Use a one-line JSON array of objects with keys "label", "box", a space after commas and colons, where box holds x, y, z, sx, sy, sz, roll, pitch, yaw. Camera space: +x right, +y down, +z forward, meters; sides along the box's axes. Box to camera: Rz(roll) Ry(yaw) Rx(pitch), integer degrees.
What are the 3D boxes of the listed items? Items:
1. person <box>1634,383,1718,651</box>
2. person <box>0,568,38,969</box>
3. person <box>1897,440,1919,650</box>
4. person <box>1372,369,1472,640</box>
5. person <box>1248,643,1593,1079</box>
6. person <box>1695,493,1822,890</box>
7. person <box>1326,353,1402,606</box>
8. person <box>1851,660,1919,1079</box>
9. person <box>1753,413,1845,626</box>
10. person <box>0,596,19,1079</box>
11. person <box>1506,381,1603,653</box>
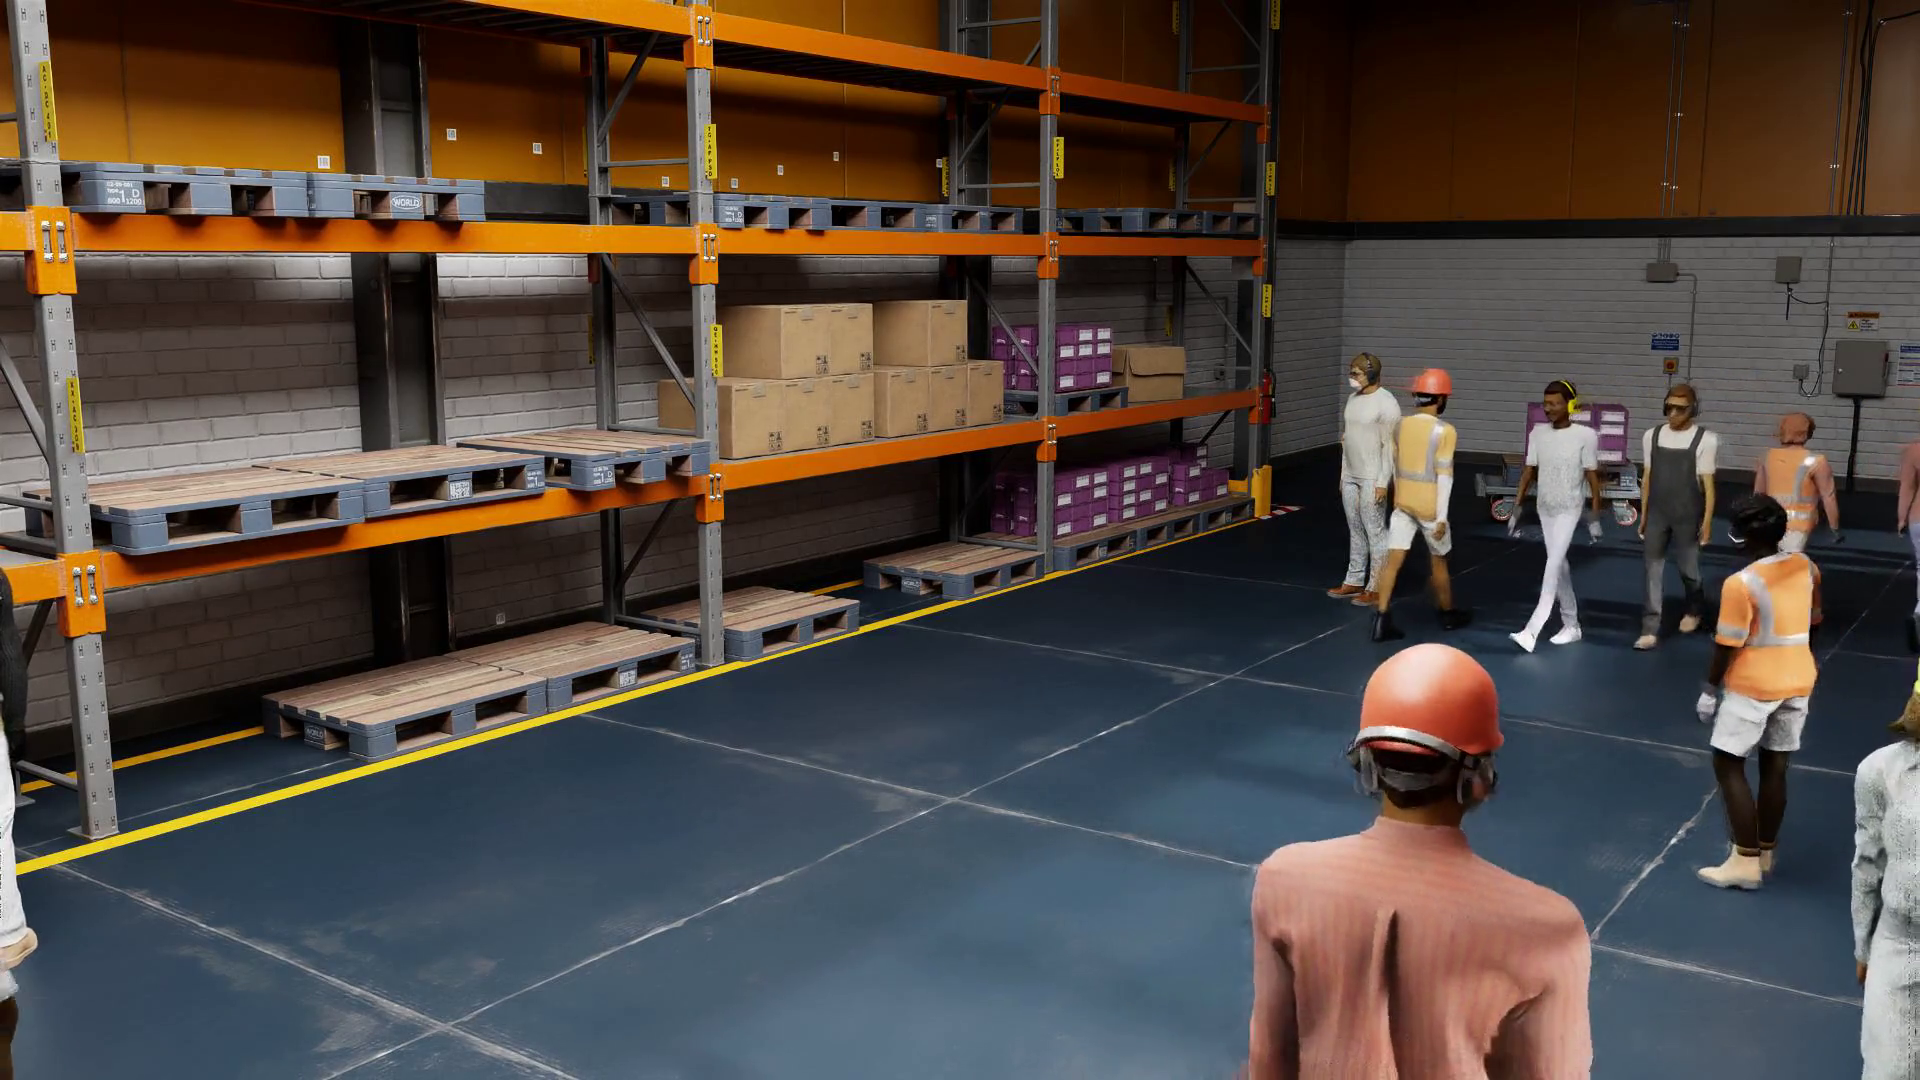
[{"label": "person", "box": [4.915, -0.175, 11.382, 0.514, 1.817, 0.880, 8, 13, 41]}, {"label": "person", "box": [-3.742, 0.701, 6.078, 0.620, 1.838, 0.430, -4, 10, -23]}, {"label": "person", "box": [6.575, -0.120, 11.230, 0.727, 1.748, 0.535, -7, 12, -35]}, {"label": "person", "box": [3.228, -0.249, 11.597, 1.012, 1.886, 0.560, -7, 12, -37]}, {"label": "person", "box": [0.755, 1.171, 2.876, 0.628, 1.971, 0.674, 7, 12, 36]}, {"label": "person", "box": [3.372, 0.634, 6.970, 0.594, 1.676, 0.361, -4, 10, -22]}, {"label": "person", "box": [3.106, -0.465, 12.734, 0.370, 1.934, 0.627, -3, 10, -19]}, {"label": "person", "box": [2.563, 1.057, 4.319, 0.486, 1.707, 0.868, 6, 11, 33]}, {"label": "person", "box": [5.724, -0.070, 11.387, 0.870, 1.589, 0.526, -4, 10, -24]}, {"label": "person", "box": [-2.835, 0.937, 4.464, 0.742, 1.915, 0.543, -5, 11, -30]}, {"label": "person", "box": [3.952, -0.154, 11.190, 0.954, 1.818, 0.563, -7, 12, -35]}]
